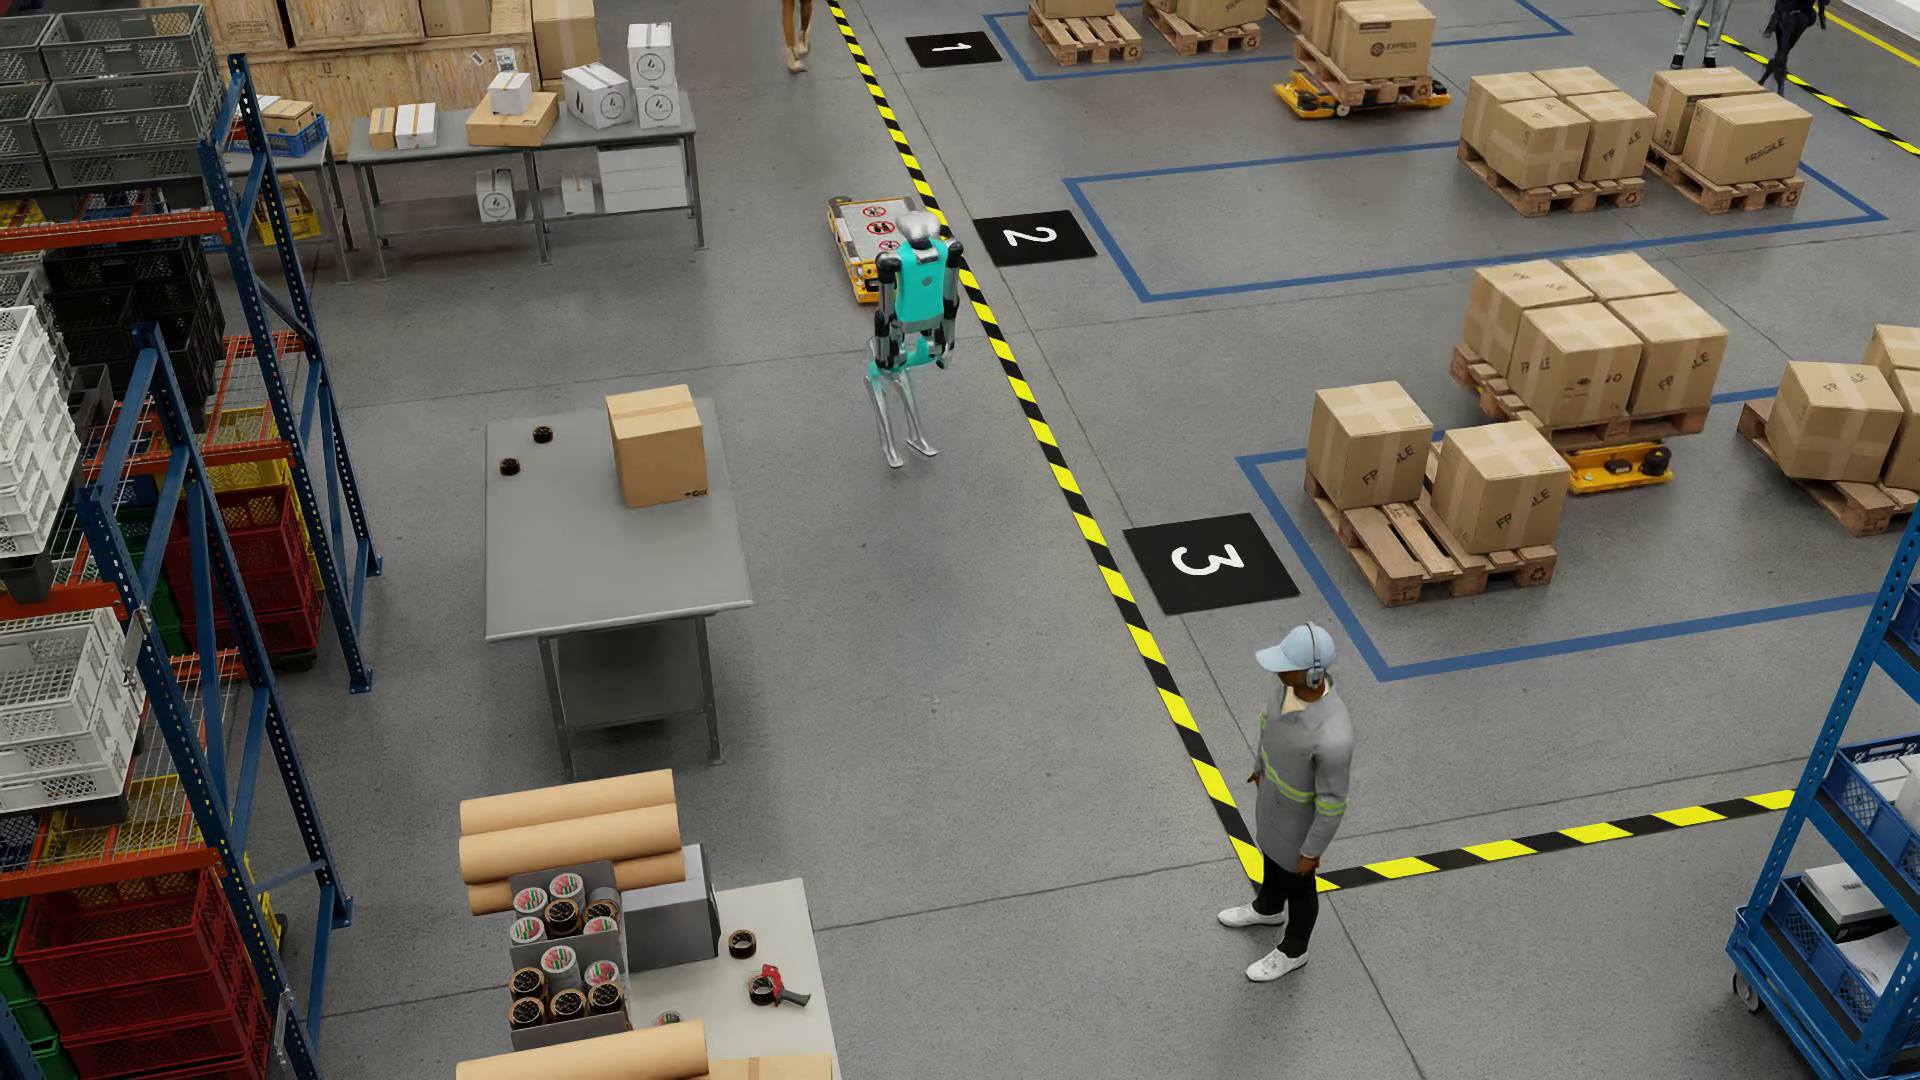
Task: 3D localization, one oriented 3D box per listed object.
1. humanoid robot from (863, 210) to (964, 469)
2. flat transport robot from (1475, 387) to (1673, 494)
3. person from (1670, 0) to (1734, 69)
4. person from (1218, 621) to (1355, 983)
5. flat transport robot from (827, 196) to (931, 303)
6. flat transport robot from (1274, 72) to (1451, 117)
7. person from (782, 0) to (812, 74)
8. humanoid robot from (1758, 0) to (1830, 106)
[{"bbox_3d":[-0.349,-1.254,9.896,0.533,1.677,0.735,-18,40,-23],"label":"humanoid robot"},{"bbox_3d":[3.871,-0.798,10.602,0.652,0.197,1.431,-8,37,-10],"label":"flat transport robot"},{"bbox_3d":[6.980,-5.229,15.271,0.601,1.830,0.404,8,37,11],"label":"person"},{"bbox_3d":[1.323,1.072,6.787,0.398,1.851,0.593,-8,37,-11],"label":"person"},{"bbox_3d":[-0.570,-2.220,12.538,0.659,0.231,1.431,-8,37,-10],"label":"flat transport robot"},{"bbox_3d":[3.638,-4.082,15.017,1.431,0.197,0.652,-8,37,-10],"label":"flat transport robot"},{"bbox_3d":[-1.514,-5.328,15.275,0.639,1.979,1.043,-4,37,-6],"label":"person"},{"bbox_3d":[7.424,-4.622,14.606,0.609,1.634,0.699,-12,38,-16],"label":"humanoid robot"}]
